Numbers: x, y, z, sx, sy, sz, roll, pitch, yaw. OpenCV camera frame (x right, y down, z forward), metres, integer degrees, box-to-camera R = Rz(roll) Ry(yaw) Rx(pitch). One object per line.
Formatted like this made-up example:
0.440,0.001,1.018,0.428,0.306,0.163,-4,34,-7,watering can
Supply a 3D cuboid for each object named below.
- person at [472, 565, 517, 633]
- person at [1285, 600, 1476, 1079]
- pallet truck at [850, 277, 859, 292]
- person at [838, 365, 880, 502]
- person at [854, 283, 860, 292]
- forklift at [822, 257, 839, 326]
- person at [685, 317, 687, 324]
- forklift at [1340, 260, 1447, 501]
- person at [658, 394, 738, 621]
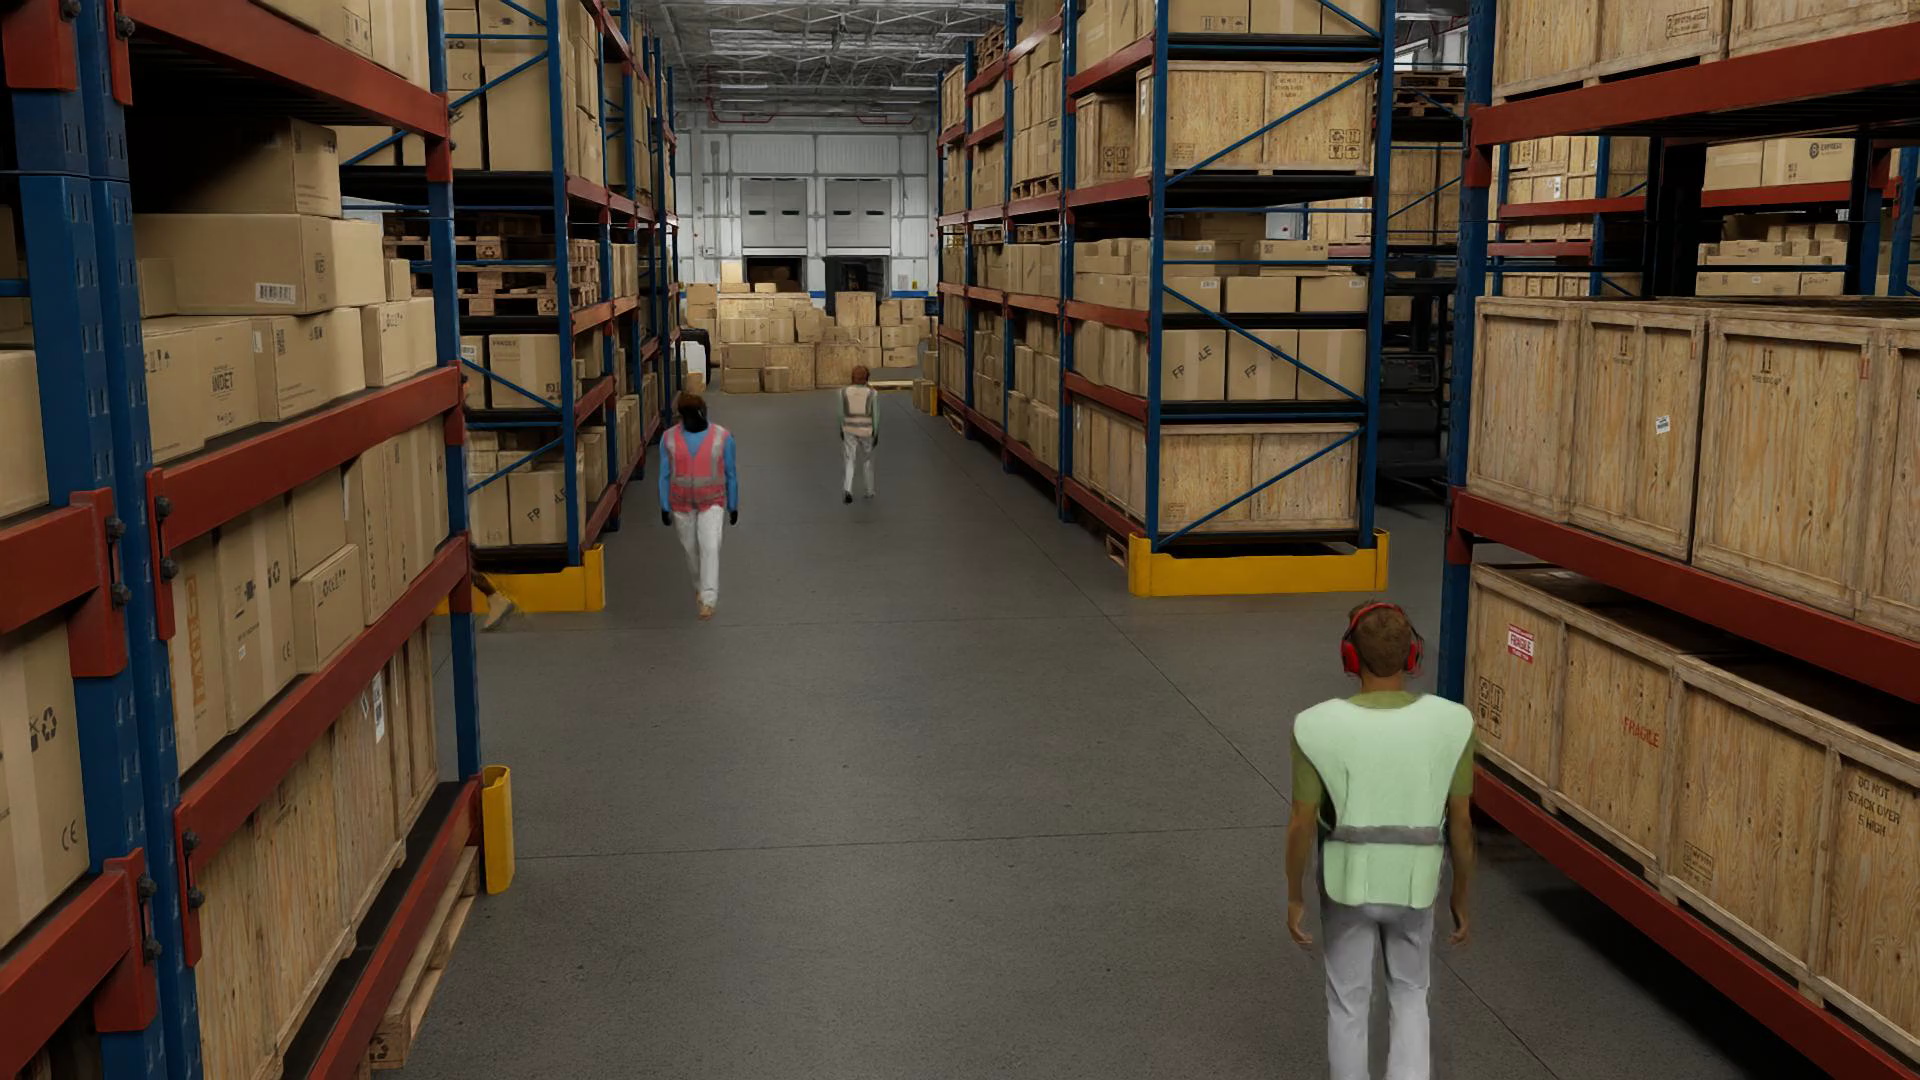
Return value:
-3.895,-0.239,12.522,0.992,2.013,0.619,-2,10,-12,person
1.304,1.105,5.167,0.592,1.833,0.472,0,10,2,person
-3.782,-9.391,65.808,1.885,1.965,0.823,2,10,10,pallet truck
-1.199,-1.258,19.593,0.514,1.608,0.786,1,10,6,person
-3.701,-8.212,59.317,0.570,1.878,0.608,8,12,38,person
-3.645,-6.721,47.695,1.873,2.768,1.129,1,10,8,forklift
-11.068,-9.694,68.683,0.668,1.614,0.520,-2,10,-13,person
5.163,-1.972,20.049,1.129,2.768,1.873,-1,10,-7,forklift
-2.116,-0.300,13.493,0.627,1.798,0.956,0,10,2,person
